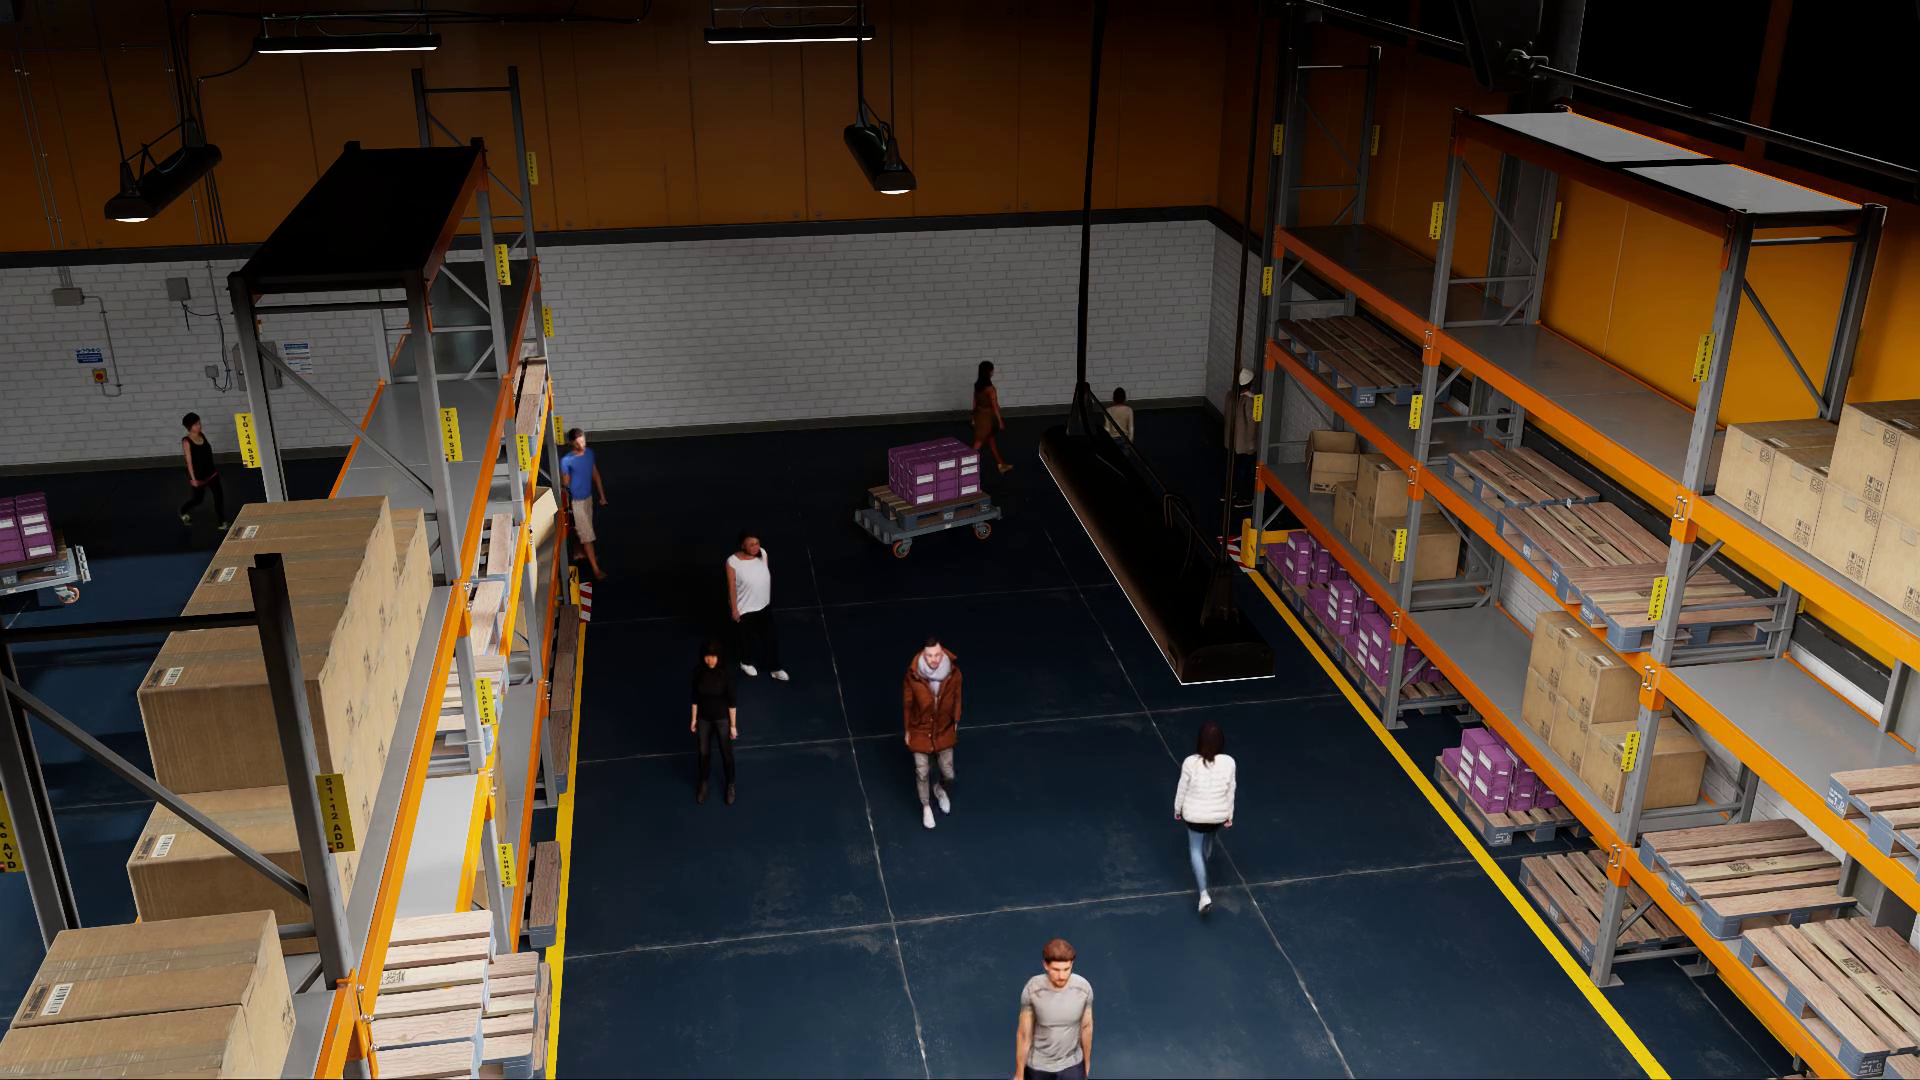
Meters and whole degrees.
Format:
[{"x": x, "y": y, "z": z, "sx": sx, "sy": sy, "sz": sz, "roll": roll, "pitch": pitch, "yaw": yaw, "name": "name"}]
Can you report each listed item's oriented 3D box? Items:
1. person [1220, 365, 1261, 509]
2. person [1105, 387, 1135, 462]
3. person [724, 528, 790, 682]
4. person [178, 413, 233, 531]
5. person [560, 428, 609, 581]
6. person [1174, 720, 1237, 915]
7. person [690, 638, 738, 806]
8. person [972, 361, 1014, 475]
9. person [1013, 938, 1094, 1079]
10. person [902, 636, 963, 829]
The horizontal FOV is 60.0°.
[{"x": 3.593, "y": -1.363, "z": 21.452, "sx": 0.846, "sy": 1.887, "sz": 0.729, "roll": -13, "pitch": 27, "yaw": -27, "name": "person"}, {"x": 2.082, "y": -1.296, "z": 21.825, "sx": 0.564, "sy": 1.465, "sz": 0.520, "roll": -2, "pitch": 24, "yaw": -5, "name": "person"}, {"x": -2.176, "y": 0.632, "z": 17.163, "sx": 0.900, "sy": 1.667, "sz": 1.019, "roll": -17, "pitch": 29, "yaw": -34, "name": "person"}, {"x": -9.486, "y": -0.836, "z": 20.690, "sx": 0.873, "sy": 1.532, "sz": 0.972, "roll": 6, "pitch": 24, "yaw": 14, "name": "person"}, {"x": -4.506, "y": -0.472, "z": 19.510, "sx": 1.245, "sy": 1.810, "sz": 1.215, "roll": 11, "pitch": 26, "yaw": 23, "name": "person"}, {"x": 2.010, "y": 2.257, "z": 13.515, "sx": 0.689, "sy": 1.611, "sz": 1.052, "roll": -2, "pitch": 24, "yaw": -4, "name": "person"}, {"x": -2.195, "y": 1.597, "z": 14.993, "sx": 0.653, "sy": 1.637, "sz": 0.621, "roll": 4, "pitch": 24, "yaw": 8, "name": "person"}, {"x": 0.258, "y": -1.519, "z": 22.120, "sx": 0.876, "sy": 1.638, "sz": 1.090, "roll": -13, "pitch": 27, "yaw": -27, "name": "person"}, {"x": 0.598, "y": 3.309, "z": 10.781, "sx": 0.765, "sy": 1.872, "sz": 0.908, "roll": 1, "pitch": 24, "yaw": 2, "name": "person"}, {"x": -0.267, "y": 1.652, "z": 14.631, "sx": 0.679, "sy": 1.826, "sz": 0.706, "roll": -4, "pitch": 24, "yaw": -10, "name": "person"}]
